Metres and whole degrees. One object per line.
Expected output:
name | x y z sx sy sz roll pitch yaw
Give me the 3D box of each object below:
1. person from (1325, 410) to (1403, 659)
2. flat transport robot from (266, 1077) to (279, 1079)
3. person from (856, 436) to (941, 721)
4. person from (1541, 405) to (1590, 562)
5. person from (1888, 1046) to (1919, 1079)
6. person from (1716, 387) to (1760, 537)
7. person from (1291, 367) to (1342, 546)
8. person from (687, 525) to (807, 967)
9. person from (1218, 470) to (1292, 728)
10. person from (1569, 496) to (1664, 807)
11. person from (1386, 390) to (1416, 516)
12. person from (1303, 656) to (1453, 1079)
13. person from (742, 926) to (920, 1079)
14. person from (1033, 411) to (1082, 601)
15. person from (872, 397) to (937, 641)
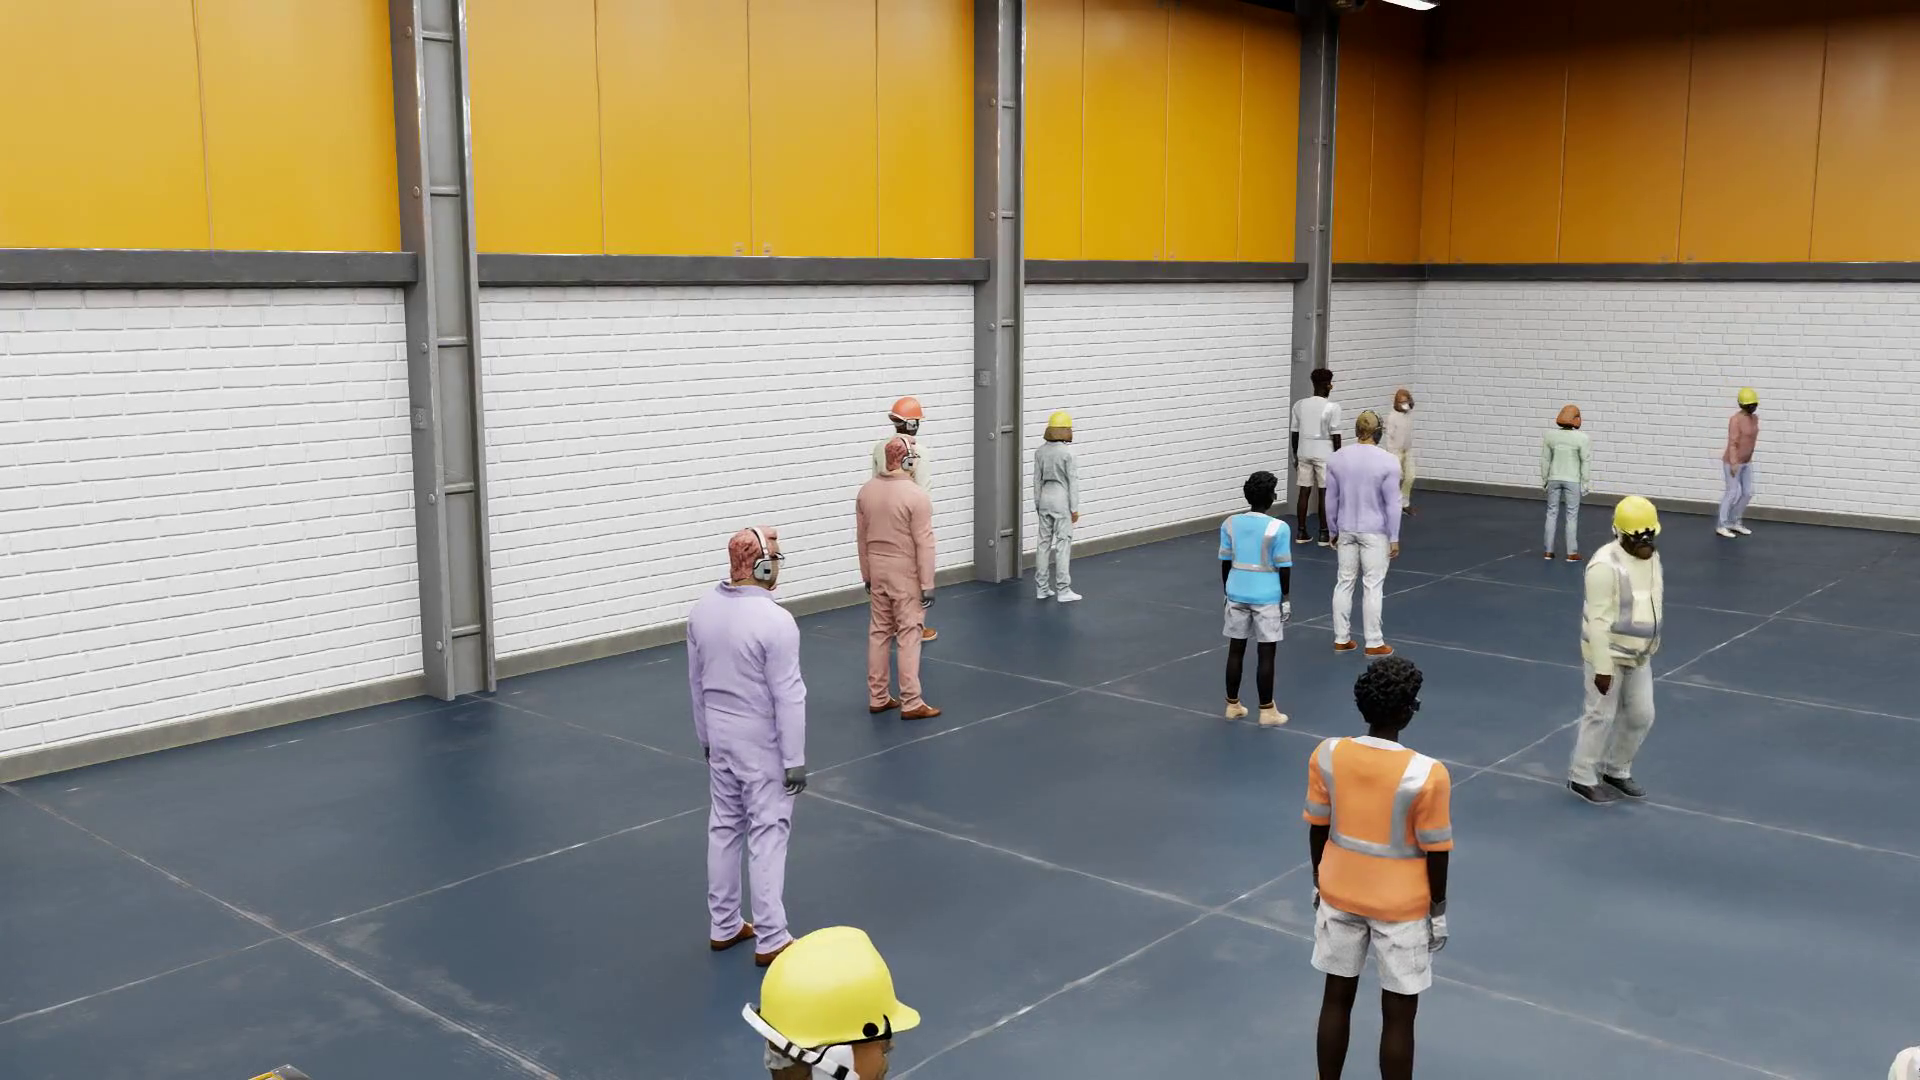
person | 3.141 -0.045 12.960 0.631 1.938 0.362 8 12 42
flat transport robot | -2.123 2.021 5.205 1.431 0.197 0.652 8 12 40
person | -0.395 0.251 11.205 0.645 1.907 0.400 8 12 42
person | 6.315 -0.594 17.361 0.503 1.632 0.271 8 12 42
person | 2.158 1.620 3.442 0.517 1.639 0.313 8 12 42
person | 8.816 -0.873 18.814 0.543 1.725 0.488 -5 11 -31
person | 3.947 -0.922 18.385 0.610 1.962 0.366 8 12 42
person | -0.883 0.883 7.235 0.645 1.907 0.400 8 12 42
person | 1.957 0.387 11.002 0.538 1.695 0.320 8 12 42
person | 3.643 0.624 9.224 0.612 1.790 0.538 -6 11 -33
person | 5.373 -1.049 20.307 0.540 1.595 0.407 -6 11 -33
person | 1.427 1.233 5.690 0.538 1.695 0.320 8 12 42
person | -0.249 1.591 3.026 0.595 1.828 0.403 8 12 42
person | 0.897 -0.312 15.252 0.489 1.741 0.322 8 12 42
person | -0.448 -0.170 13.567 0.616 1.993 0.395 8 12 42
